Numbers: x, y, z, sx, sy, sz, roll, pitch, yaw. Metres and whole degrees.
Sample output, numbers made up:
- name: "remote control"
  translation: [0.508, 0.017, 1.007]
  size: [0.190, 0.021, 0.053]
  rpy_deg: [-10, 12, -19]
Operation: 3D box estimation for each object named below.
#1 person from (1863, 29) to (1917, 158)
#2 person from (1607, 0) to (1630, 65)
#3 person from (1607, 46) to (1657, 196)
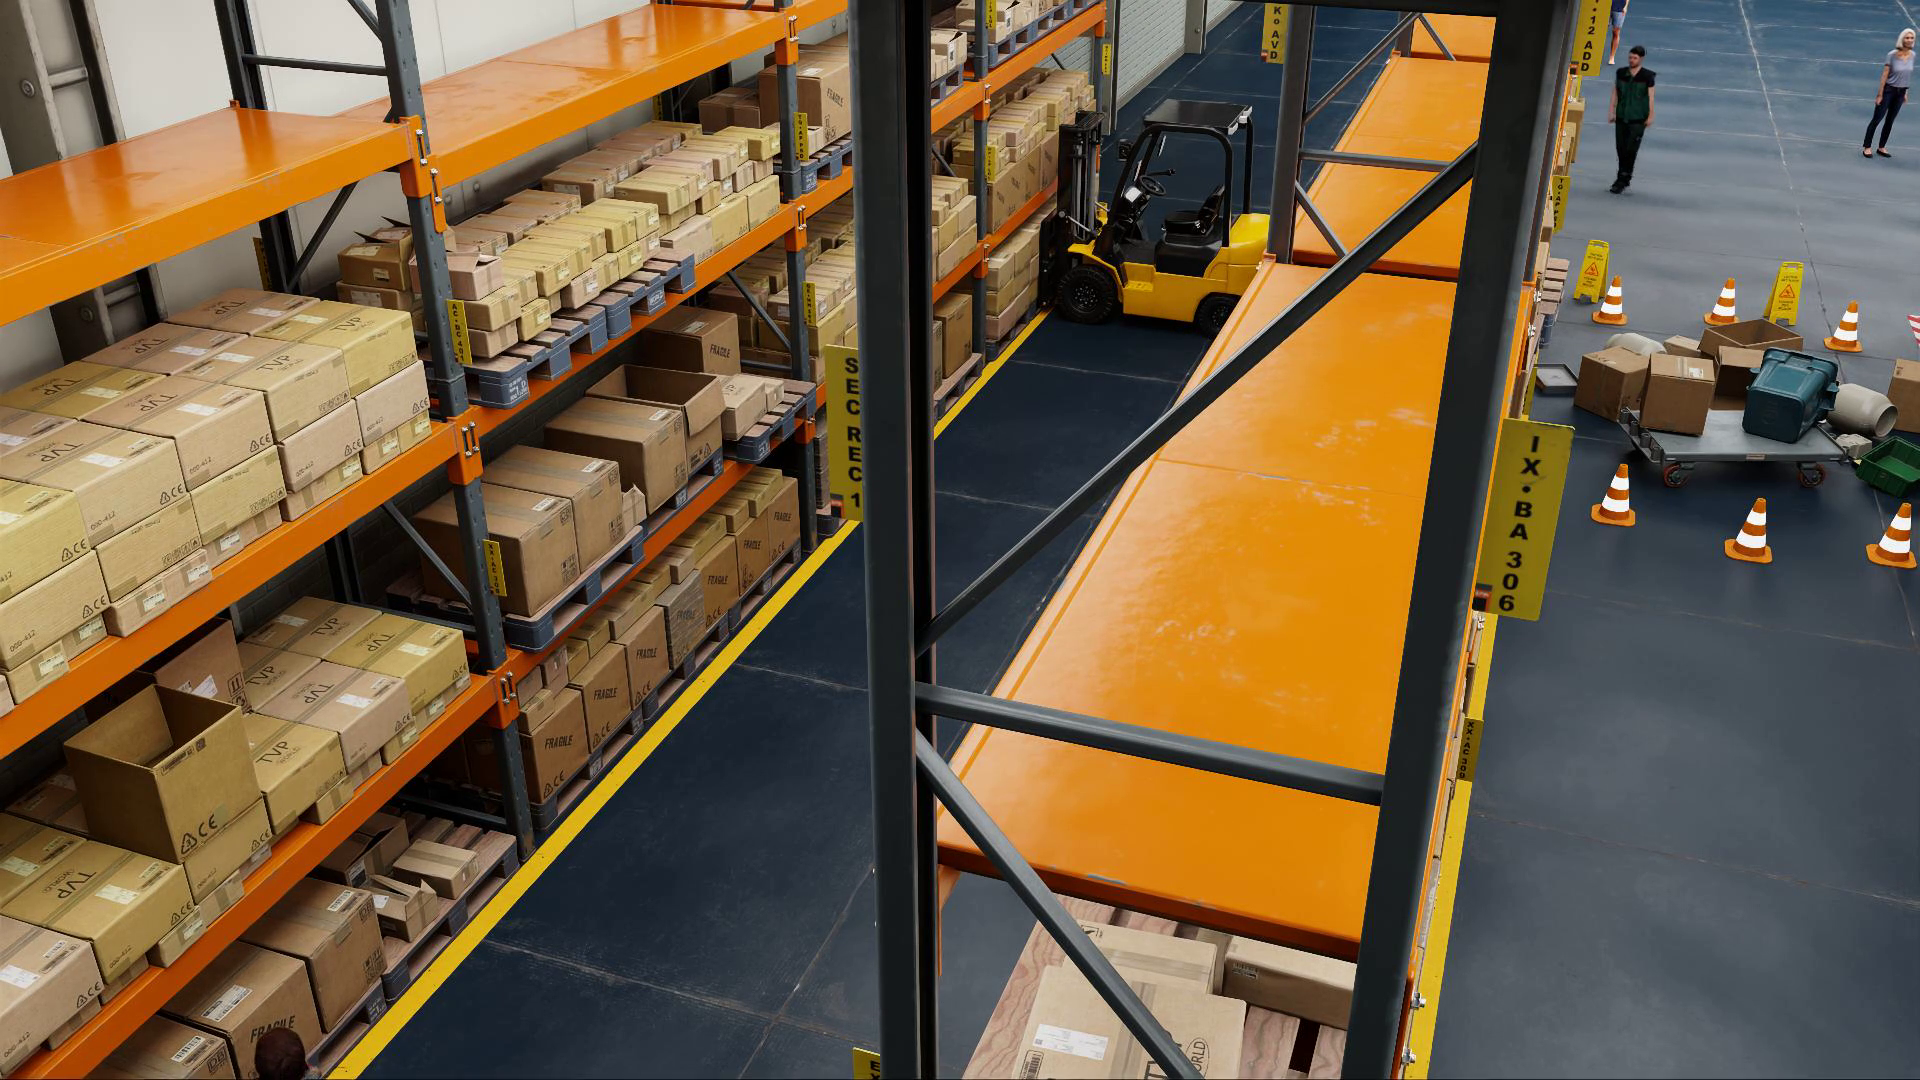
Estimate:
- name: "person"
  translation: [12.828, -6.157, 22.896]
  size: [0.657, 1.722, 0.649]
  rpy_deg: [-3, 28, -5]
- name: "person"
  translation: [11.076, -9.030, 28.152]
  size: [0.645, 1.852, 0.599]
  rpy_deg: [14, 31, 25]
- name: "person"
  translation: [8.640, -5.391, 21.309]
  size: [0.944, 1.862, 1.084]
  rpy_deg: [25, 37, 38]
